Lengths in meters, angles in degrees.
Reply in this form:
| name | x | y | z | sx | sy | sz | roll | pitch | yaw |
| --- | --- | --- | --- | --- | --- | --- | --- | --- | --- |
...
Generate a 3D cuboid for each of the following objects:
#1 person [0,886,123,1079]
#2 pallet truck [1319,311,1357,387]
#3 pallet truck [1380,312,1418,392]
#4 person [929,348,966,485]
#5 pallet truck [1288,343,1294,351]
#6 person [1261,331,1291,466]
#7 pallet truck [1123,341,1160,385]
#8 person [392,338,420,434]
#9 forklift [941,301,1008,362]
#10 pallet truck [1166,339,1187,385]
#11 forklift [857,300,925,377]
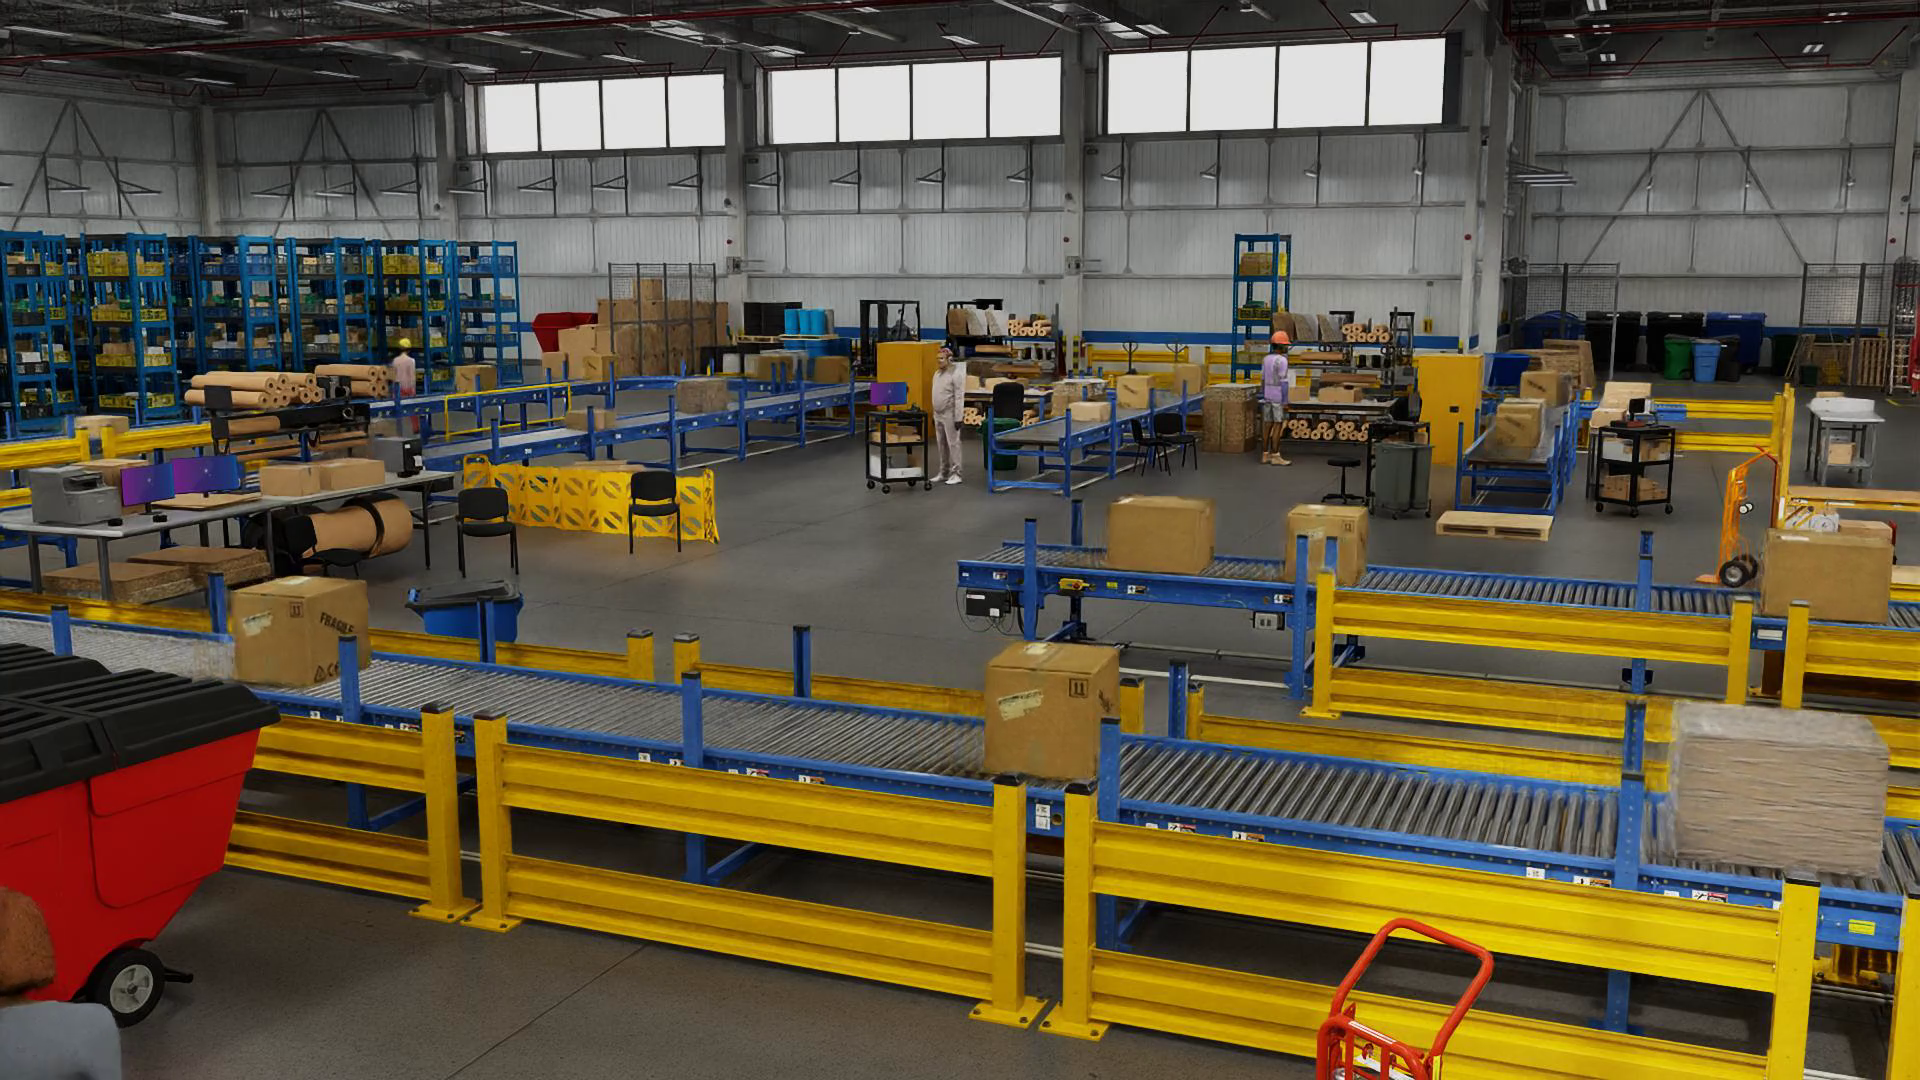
| name | x | y | z | sx | sy | sz | roll | pitch | yaw |
| --- | --- | --- | --- | --- | --- | --- | --- | --- | --- |
| person | -2.218 | 1.613 | 3.884 | 0.523 | 1.630 | 0.635 | -3 | 10 | -19 |
| pallet truck | 9.071 | -4.419 | 39.190 | 0.823 | 1.965 | 1.885 | 5 | 10 | 26 |
| pallet truck | 10.207 | -4.283 | 38.369 | 0.823 | 1.965 | 1.885 | 3 | 10 | 20 |
| person | -0.191 | -1.727 | 23.175 | 0.401 | 1.903 | 0.654 | -6 | 11 | -33 |
| pallet truck | 7.886 | -4.163 | 39.743 | 0.653 | 1.274 | 1.630 | 4 | 10 | 22 |
| person | 4.824 | -2.141 | 25.252 | 0.391 | 2.040 | 0.615 | -4 | 10 | -21 |
| pallet truck | 4.445 | -4.380 | 41.279 | 0.680 | 1.201 | 1.601 | 4 | 10 | 22 |
| person | -9.994 | -2.744 | 29.828 | 0.527 | 1.742 | 0.779 | 4 | 10 | 24 |
| forklift | 0.365 | -4.966 | 41.571 | 1.157 | 1.987 | 2.680 | 3 | 10 | 20 |
| pallet truck | 5.418 | -4.269 | 40.420 | 0.704 | 1.261 | 1.522 | 3 | 10 | 20 |
| forklift | -1.732 | -5.109 | 42.468 | 1.157 | 1.987 | 2.680 | 4 | 10 | 22 |
